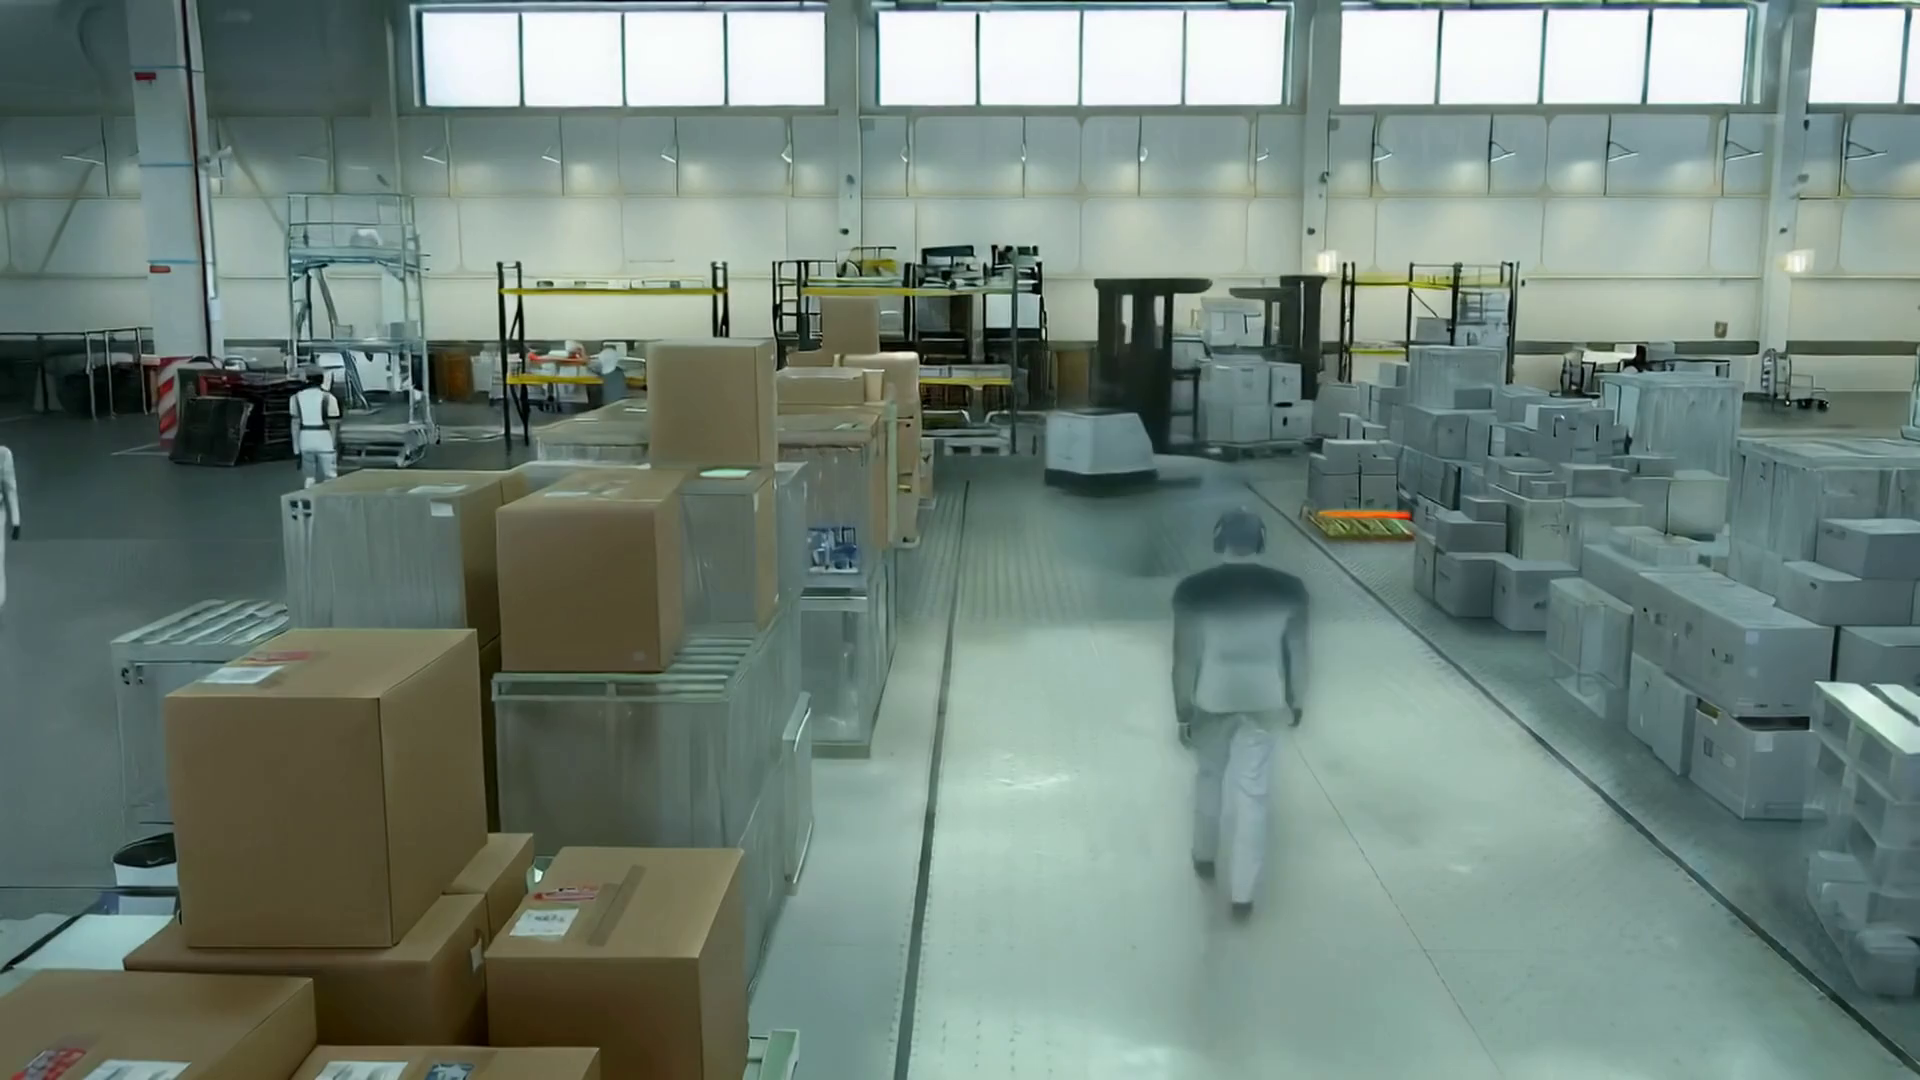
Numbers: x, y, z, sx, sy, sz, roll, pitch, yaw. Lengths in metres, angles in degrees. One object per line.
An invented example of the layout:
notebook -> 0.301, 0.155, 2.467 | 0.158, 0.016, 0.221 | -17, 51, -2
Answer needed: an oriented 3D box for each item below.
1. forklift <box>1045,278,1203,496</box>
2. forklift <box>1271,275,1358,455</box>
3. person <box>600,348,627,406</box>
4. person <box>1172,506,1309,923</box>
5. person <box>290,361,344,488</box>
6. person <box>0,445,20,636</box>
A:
forklift -> 2.164, -2.067, 22.016 | 1.873, 2.768, 1.129 | -6, 11, -32
forklift -> 5.415, -2.812, 26.477 | 1.873, 2.768, 1.129 | -3, 10, -15
person -> -4.506, -1.540, 21.693 | 0.371, 1.934, 0.627 | -3, 10, -17
person -> 1.324, 0.775, 7.924 | 0.641, 1.900, 0.939 | 1, 10, 7
person -> -7.220, -1.039, 18.716 | 0.555, 1.933, 0.419 | 0, 9, 1
person -> -8.120, -0.171, 13.764 | 0.582, 1.842, 0.976 | -5, 11, -27
